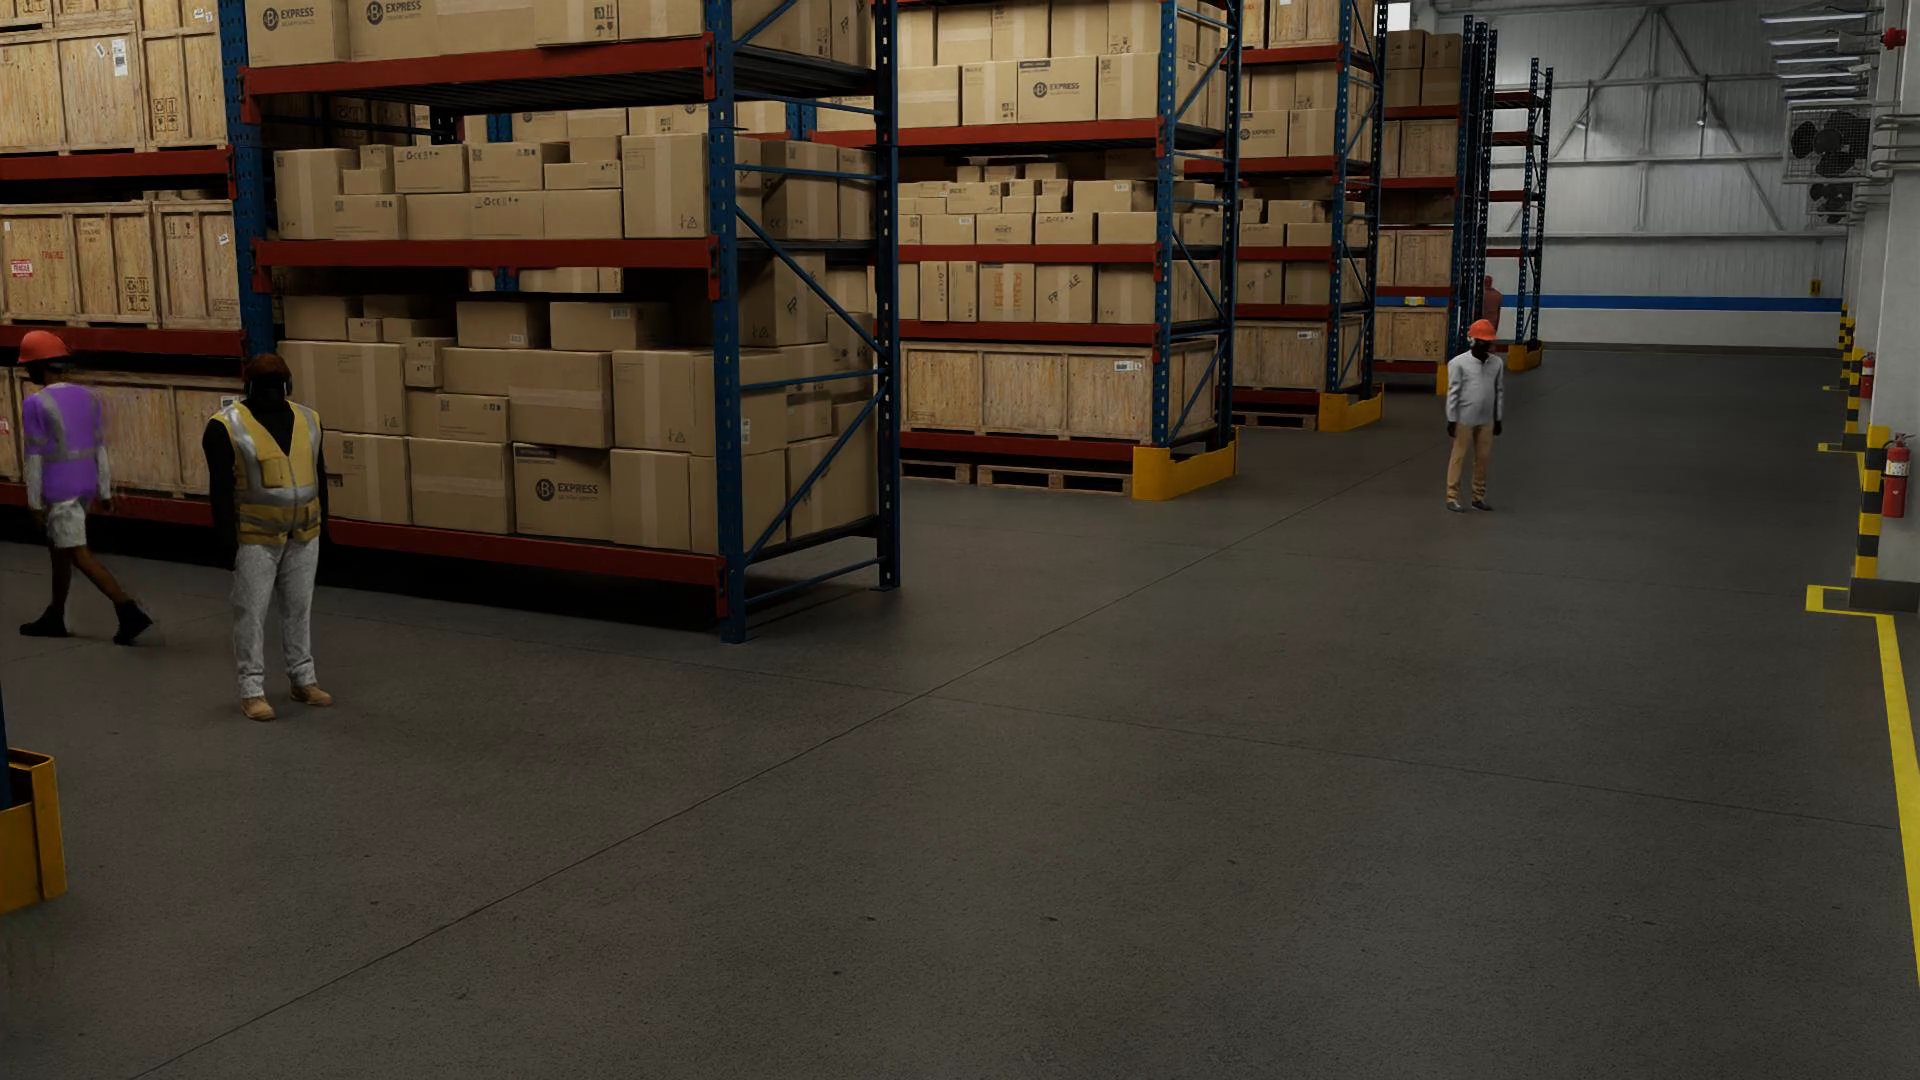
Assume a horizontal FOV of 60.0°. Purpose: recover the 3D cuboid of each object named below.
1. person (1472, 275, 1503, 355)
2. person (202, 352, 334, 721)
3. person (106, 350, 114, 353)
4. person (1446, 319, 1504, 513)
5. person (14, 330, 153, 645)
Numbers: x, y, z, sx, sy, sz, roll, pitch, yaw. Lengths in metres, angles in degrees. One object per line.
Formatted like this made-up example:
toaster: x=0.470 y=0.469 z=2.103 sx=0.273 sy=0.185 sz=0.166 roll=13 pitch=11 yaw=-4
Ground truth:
person: x=10.057 y=-4.116 z=31.891 sx=0.642 sy=1.909 sz=0.409 roll=-4 pitch=11 yaw=-24
person: x=-3.458 y=-0.027 z=8.420 sx=0.430 sy=1.841 sz=0.624 roll=8 pitch=12 yaw=38
person: x=-9.331 y=-1.657 z=18.512 sx=0.674 sy=1.619 sz=0.525 roll=7 pitch=12 yaw=37
person: x=4.653 y=-1.112 z=14.980 sx=0.576 sy=1.743 sz=0.354 roll=-3 pitch=10 yaw=-16
person: x=-5.268 y=-0.305 z=9.905 sx=0.961 sy=1.894 sz=0.545 roll=2 pitch=10 yaw=11
